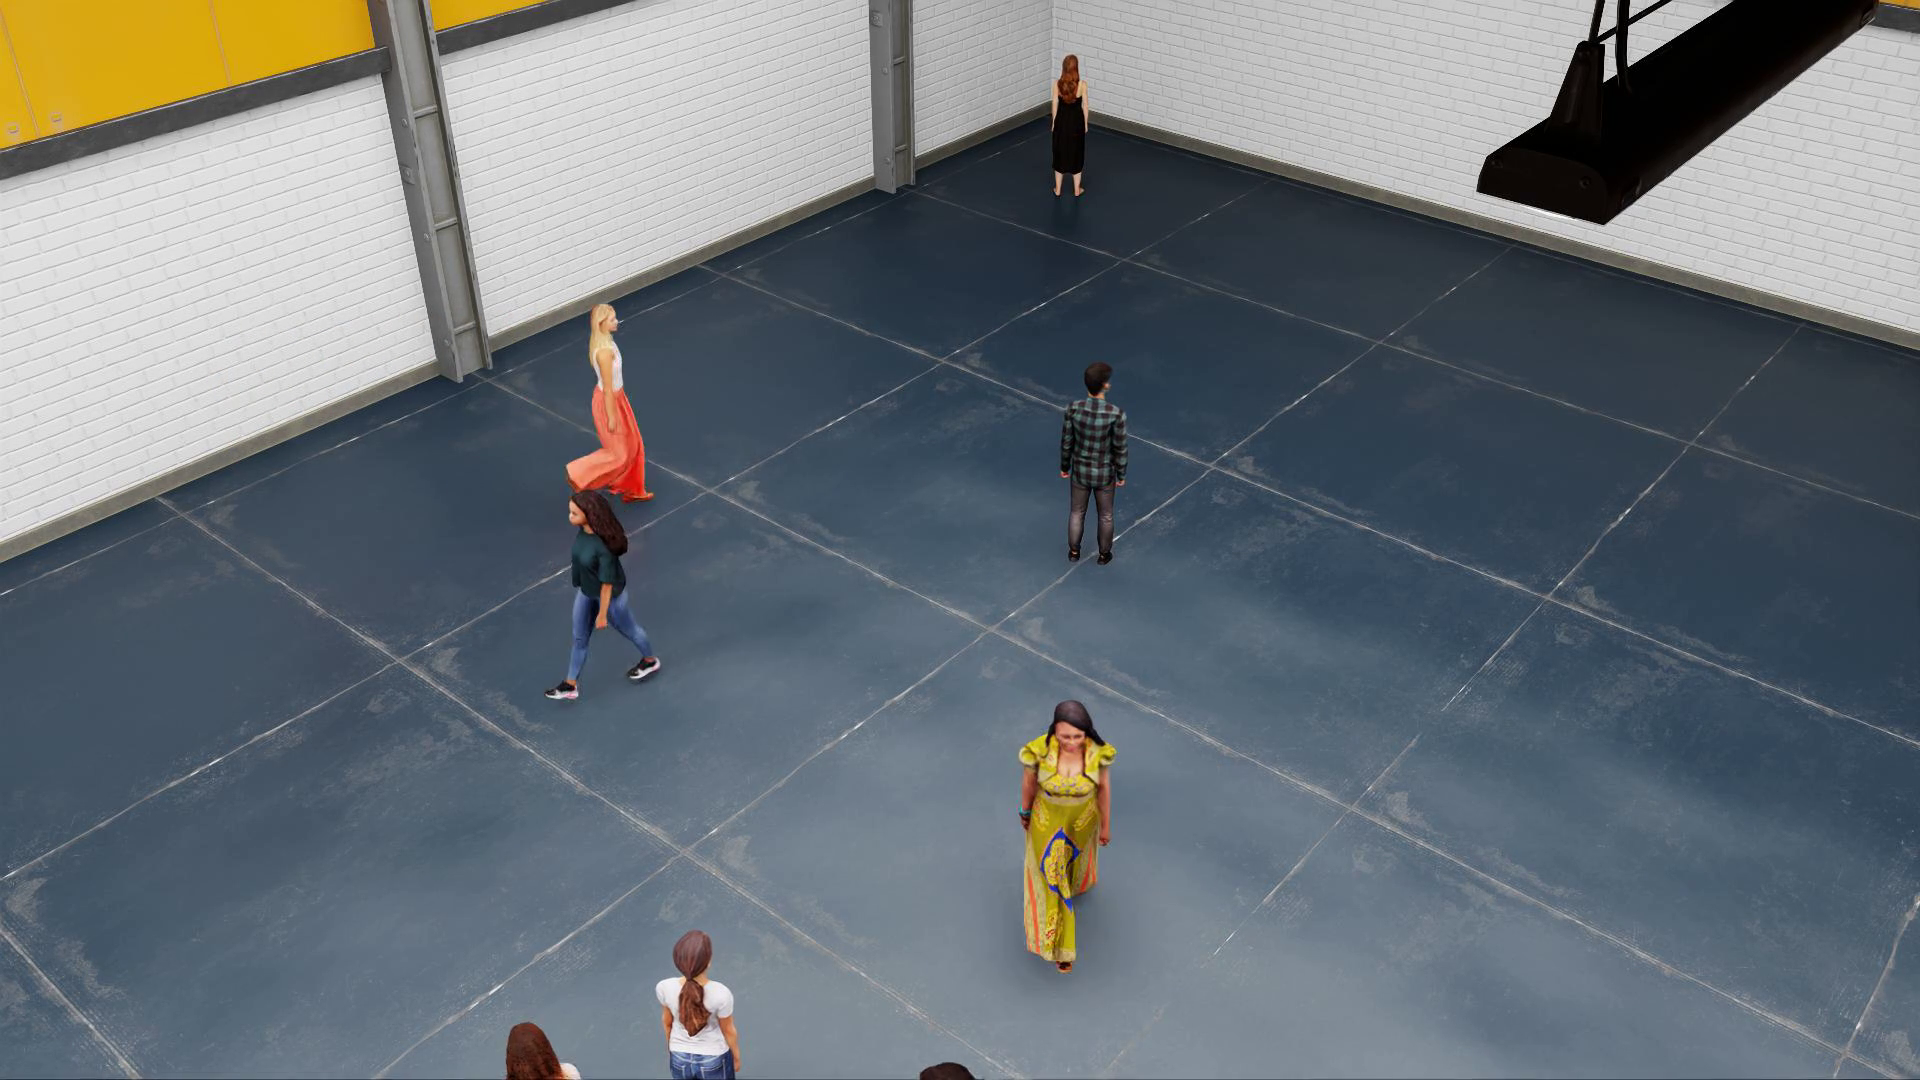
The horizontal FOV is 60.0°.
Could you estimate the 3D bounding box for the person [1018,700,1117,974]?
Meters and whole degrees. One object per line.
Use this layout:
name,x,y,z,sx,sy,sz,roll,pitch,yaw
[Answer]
person,0.583,1.520,9.415,1.296,1.608,1.315,-4,34,-7

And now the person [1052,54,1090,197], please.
person,1.227,-4.664,18.703,0.678,1.625,0.725,3,34,5

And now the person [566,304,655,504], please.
person,-2.840,-1.026,13.084,1.029,1.787,0.949,-6,34,-9

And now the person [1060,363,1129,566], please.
person,0.995,-0.558,12.542,0.750,1.714,0.686,8,34,12

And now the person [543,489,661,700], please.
person,-2.321,0.356,11.201,1.131,1.571,0.774,-22,40,-30

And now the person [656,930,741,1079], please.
person,-1.245,2.479,8.014,0.616,1.562,0.652,5,34,8

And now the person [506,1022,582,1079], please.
person,-1.852,2.798,7.620,0.926,1.468,0.911,-10,35,-14
